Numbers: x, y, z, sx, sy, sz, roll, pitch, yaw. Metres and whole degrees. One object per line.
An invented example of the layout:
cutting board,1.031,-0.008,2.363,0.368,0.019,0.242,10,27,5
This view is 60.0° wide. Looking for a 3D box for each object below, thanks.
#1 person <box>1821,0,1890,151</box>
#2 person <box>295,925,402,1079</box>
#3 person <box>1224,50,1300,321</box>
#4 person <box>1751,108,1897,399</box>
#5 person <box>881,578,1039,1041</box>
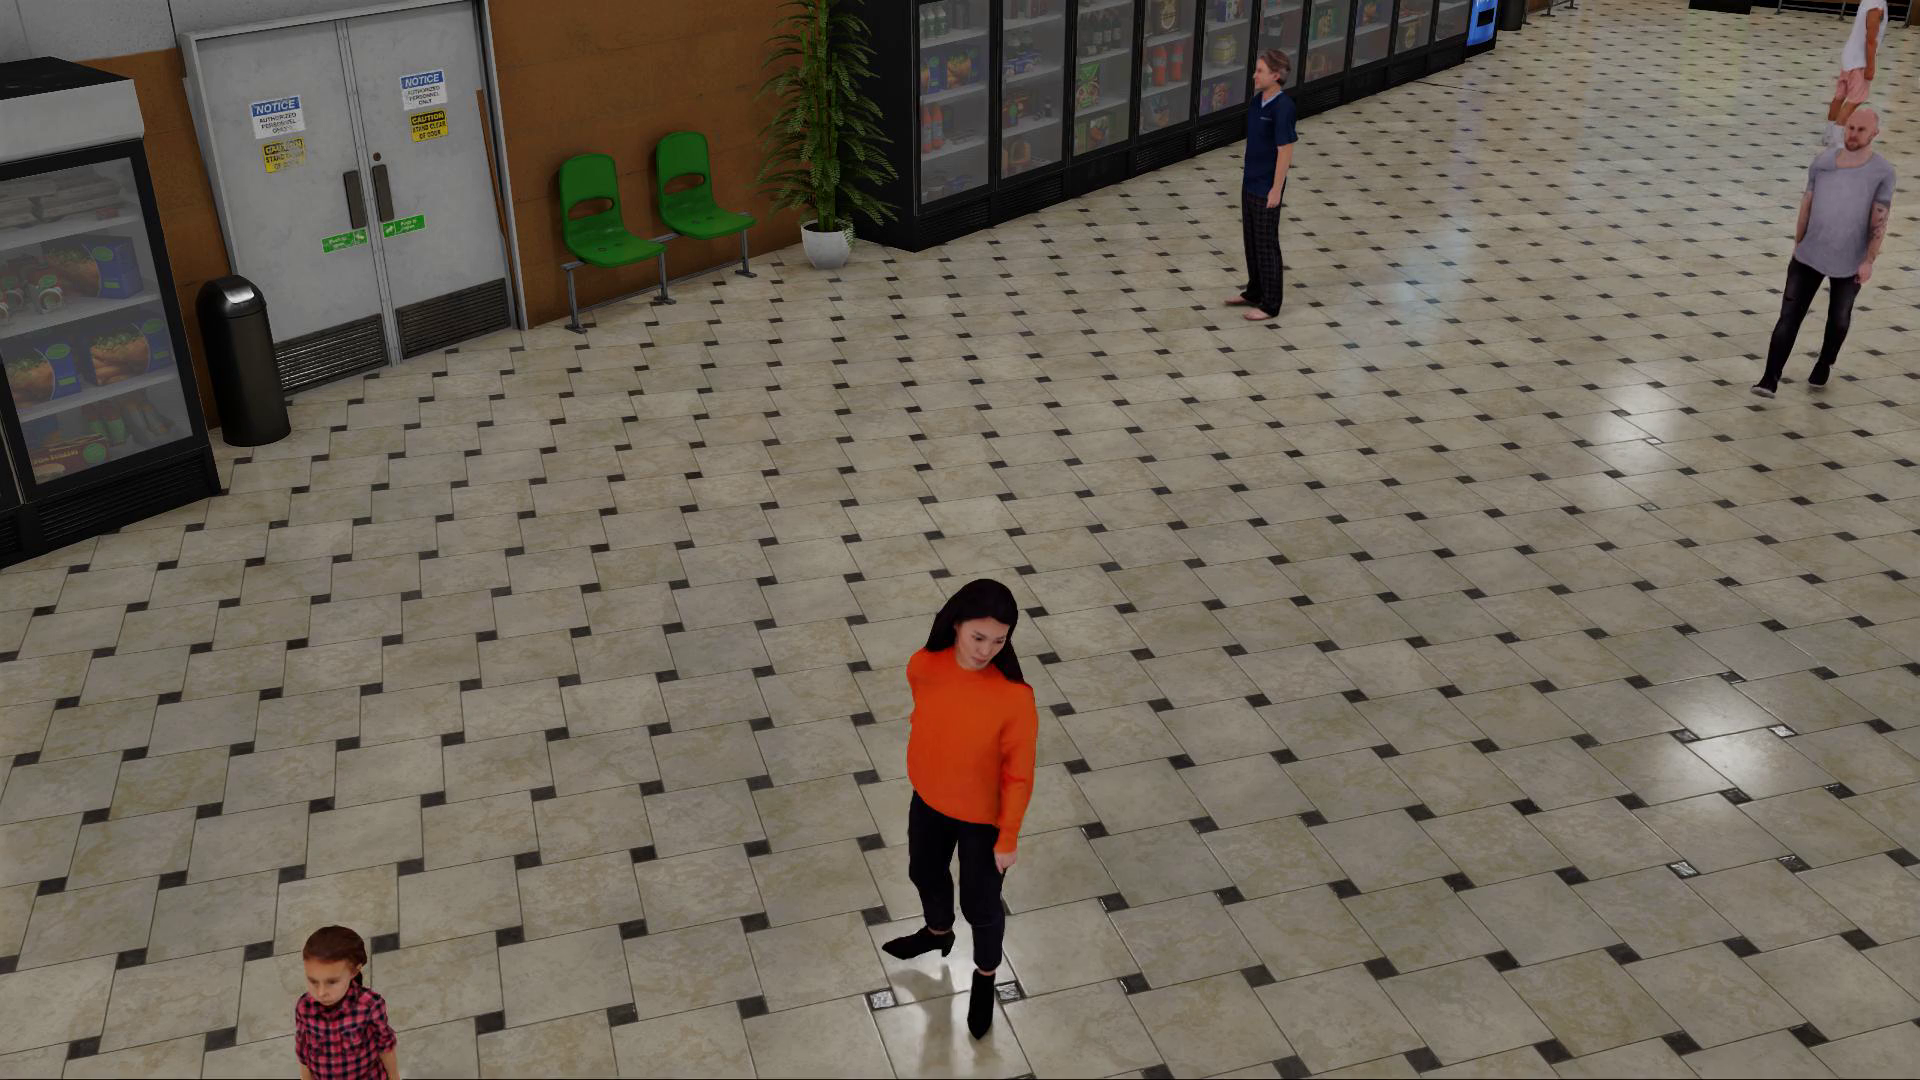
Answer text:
person,8.699,-4.693,16.179,0.776,1.753,0.886,0,27,1
person,-1.729,1.507,4.770,0.694,1.014,0.714,1,27,1
person,2.149,-2.502,11.728,0.797,1.871,0.687,-7,28,-14
person,5.477,-1.771,10.372,1.063,1.792,0.748,21,34,35
person,0.018,0.831,5.327,0.875,1.716,0.543,-20,33,-34
